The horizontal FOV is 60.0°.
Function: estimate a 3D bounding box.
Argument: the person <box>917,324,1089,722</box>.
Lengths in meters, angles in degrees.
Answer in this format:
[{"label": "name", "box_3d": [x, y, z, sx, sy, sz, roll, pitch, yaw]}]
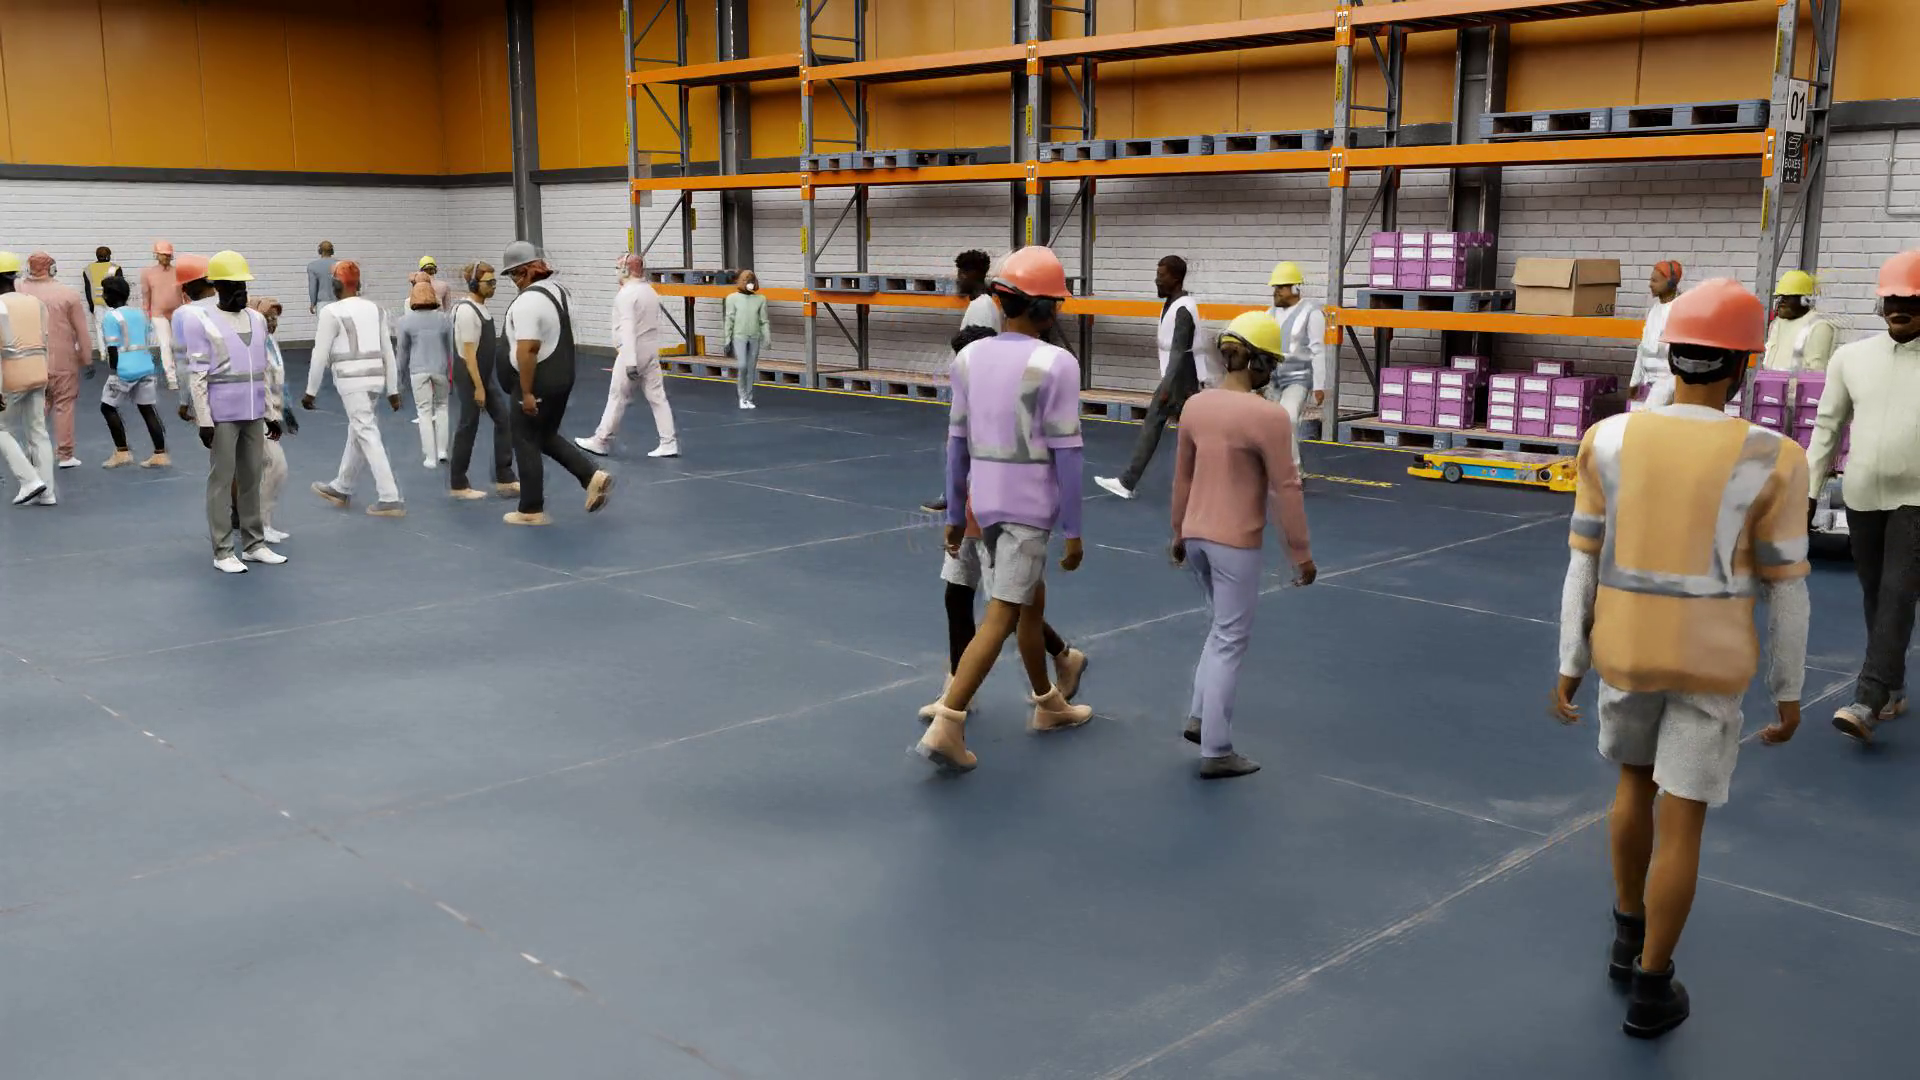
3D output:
[{"label": "person", "box_3d": [0.195, -0.062, 6.883, 0.639, 1.667, 0.544, -6, 12, -31]}]

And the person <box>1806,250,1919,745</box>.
[{"label": "person", "box_3d": [3.697, -0.167, 6.681, 1.000, 1.948, 0.655, -9, 14, -40]}]

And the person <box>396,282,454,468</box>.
[{"label": "person", "box_3d": [-4.676, -1.456, 14.641, 0.540, 1.612, 0.581, -5, 12, -26]}]

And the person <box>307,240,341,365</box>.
[{"label": "person", "box_3d": [-9.888, -3.717, 26.089, 0.635, 1.938, 0.360, -8, 13, -36]}]

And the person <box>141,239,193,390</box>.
[{"label": "person", "box_3d": [-10.501, -2.987, 22.038, 0.609, 1.976, 0.674, -7, 12, -32]}]

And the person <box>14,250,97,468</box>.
[{"label": "person", "box_3d": [-7.891, -1.560, 14.471, 0.660, 1.895, 0.416, -1, 10, -5]}]

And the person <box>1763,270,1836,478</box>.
[{"label": "person", "box_3d": [6.105, -1.065, 12.097, 0.961, 1.782, 0.597, -3, 11, -14]}]

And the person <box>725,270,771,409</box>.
[{"label": "person", "box_3d": [-2.443, -2.321, 19.330, 0.532, 1.613, 0.515, -6, 12, -28]}]

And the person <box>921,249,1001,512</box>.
[{"label": "person", "box_3d": [0.211, -1.135, 12.048, 0.923, 1.936, 0.607, -1, 10, -4]}]

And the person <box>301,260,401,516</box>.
[{"label": "person", "box_3d": [-4.450, -1.103, 12.109, 0.962, 1.832, 0.587, 4, 11, 21]}]

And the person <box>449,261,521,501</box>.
[{"label": "person", "box_3d": [-3.585, -1.196, 12.664, 0.766, 1.814, 0.544, 0, 10, 0]}]

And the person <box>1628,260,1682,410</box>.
[{"label": "person", "box_3d": [5.432, -1.230, 12.828, 1.000, 1.837, 0.594, 0, 10, -1]}]

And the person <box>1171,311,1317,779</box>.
[{"label": "person", "box_3d": [1.028, 0.020, 6.255, 0.460, 1.738, 0.583, -6, 12, -30]}]

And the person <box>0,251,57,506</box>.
[{"label": "person", "box_3d": [-6.995, -1.181, 12.346, 0.445, 1.906, 0.609, 4, 11, 18]}]

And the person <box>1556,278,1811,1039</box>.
[{"label": "person", "box_3d": [1.878, 0.296, 4.283, 0.570, 1.911, 0.683, 9, 14, 40]}]

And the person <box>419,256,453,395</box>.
[{"label": "person", "box_3d": [-6.652, -2.687, 20.971, 0.327, 1.760, 0.523, 10, 14, 42]}]

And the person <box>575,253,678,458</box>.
[{"label": "person", "box_3d": [-3.024, -1.670, 15.151, 1.009, 1.849, 0.662, 4, 11, 19]}]

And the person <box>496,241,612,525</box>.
[{"label": "person", "box_3d": [-2.903, -1.125, 11.677, 0.716, 2.000, 0.698, 2, 11, 12]}]

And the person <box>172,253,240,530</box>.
[{"label": "person", "box_3d": [-5.087, -1.002, 11.375, 0.413, 1.901, 0.560, 7, 12, 33]}]

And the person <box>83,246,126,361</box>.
[{"label": "person", "box_3d": [-13.787, -3.818, 26.906, 0.624, 1.845, 0.430, 0, 10, -1]}]

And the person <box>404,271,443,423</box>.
[{"label": "person", "box_3d": [-5.764, -2.073, 17.937, 0.314, 1.641, 0.515, 5, 12, 27]}]

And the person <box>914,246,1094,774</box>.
[{"label": "person", "box_3d": [0.178, -0.124, 6.385, 1.060, 1.996, 0.609, -10, 14, -43]}]

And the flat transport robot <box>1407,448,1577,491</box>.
[{"label": "flat transport robot", "box_3d": [4.475, -0.595, 13.616, 1.431, 0.197, 0.652, 9, 14, 41]}]

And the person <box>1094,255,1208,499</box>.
[{"label": "person", "box_3d": [1.548, -1.195, 12.551, 1.011, 1.863, 0.617, -1, 10, -5]}]

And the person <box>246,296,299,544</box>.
[{"label": "person", "box_3d": [-4.578, -0.782, 10.915, 0.386, 1.621, 0.541, -1, 10, -5]}]

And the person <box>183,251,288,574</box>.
[{"label": "person", "box_3d": [-4.376, -0.775, 10.077, 0.369, 1.928, 0.586, 4, 11, 23]}]

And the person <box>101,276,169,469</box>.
[{"label": "person", "box_3d": [-7.189, -1.430, 14.343, 0.606, 1.665, 0.544, 2, 11, 9]}]

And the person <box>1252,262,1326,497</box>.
[{"label": "person", "box_3d": [2.490, -1.215, 12.784, 0.513, 1.814, 0.616, -6, 12, -30]}]

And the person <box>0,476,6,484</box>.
[{"label": "person", "box_3d": [-7.980, -1.366, 13.345, 0.802, 1.906, 0.638, -1, 10, -4]}]
